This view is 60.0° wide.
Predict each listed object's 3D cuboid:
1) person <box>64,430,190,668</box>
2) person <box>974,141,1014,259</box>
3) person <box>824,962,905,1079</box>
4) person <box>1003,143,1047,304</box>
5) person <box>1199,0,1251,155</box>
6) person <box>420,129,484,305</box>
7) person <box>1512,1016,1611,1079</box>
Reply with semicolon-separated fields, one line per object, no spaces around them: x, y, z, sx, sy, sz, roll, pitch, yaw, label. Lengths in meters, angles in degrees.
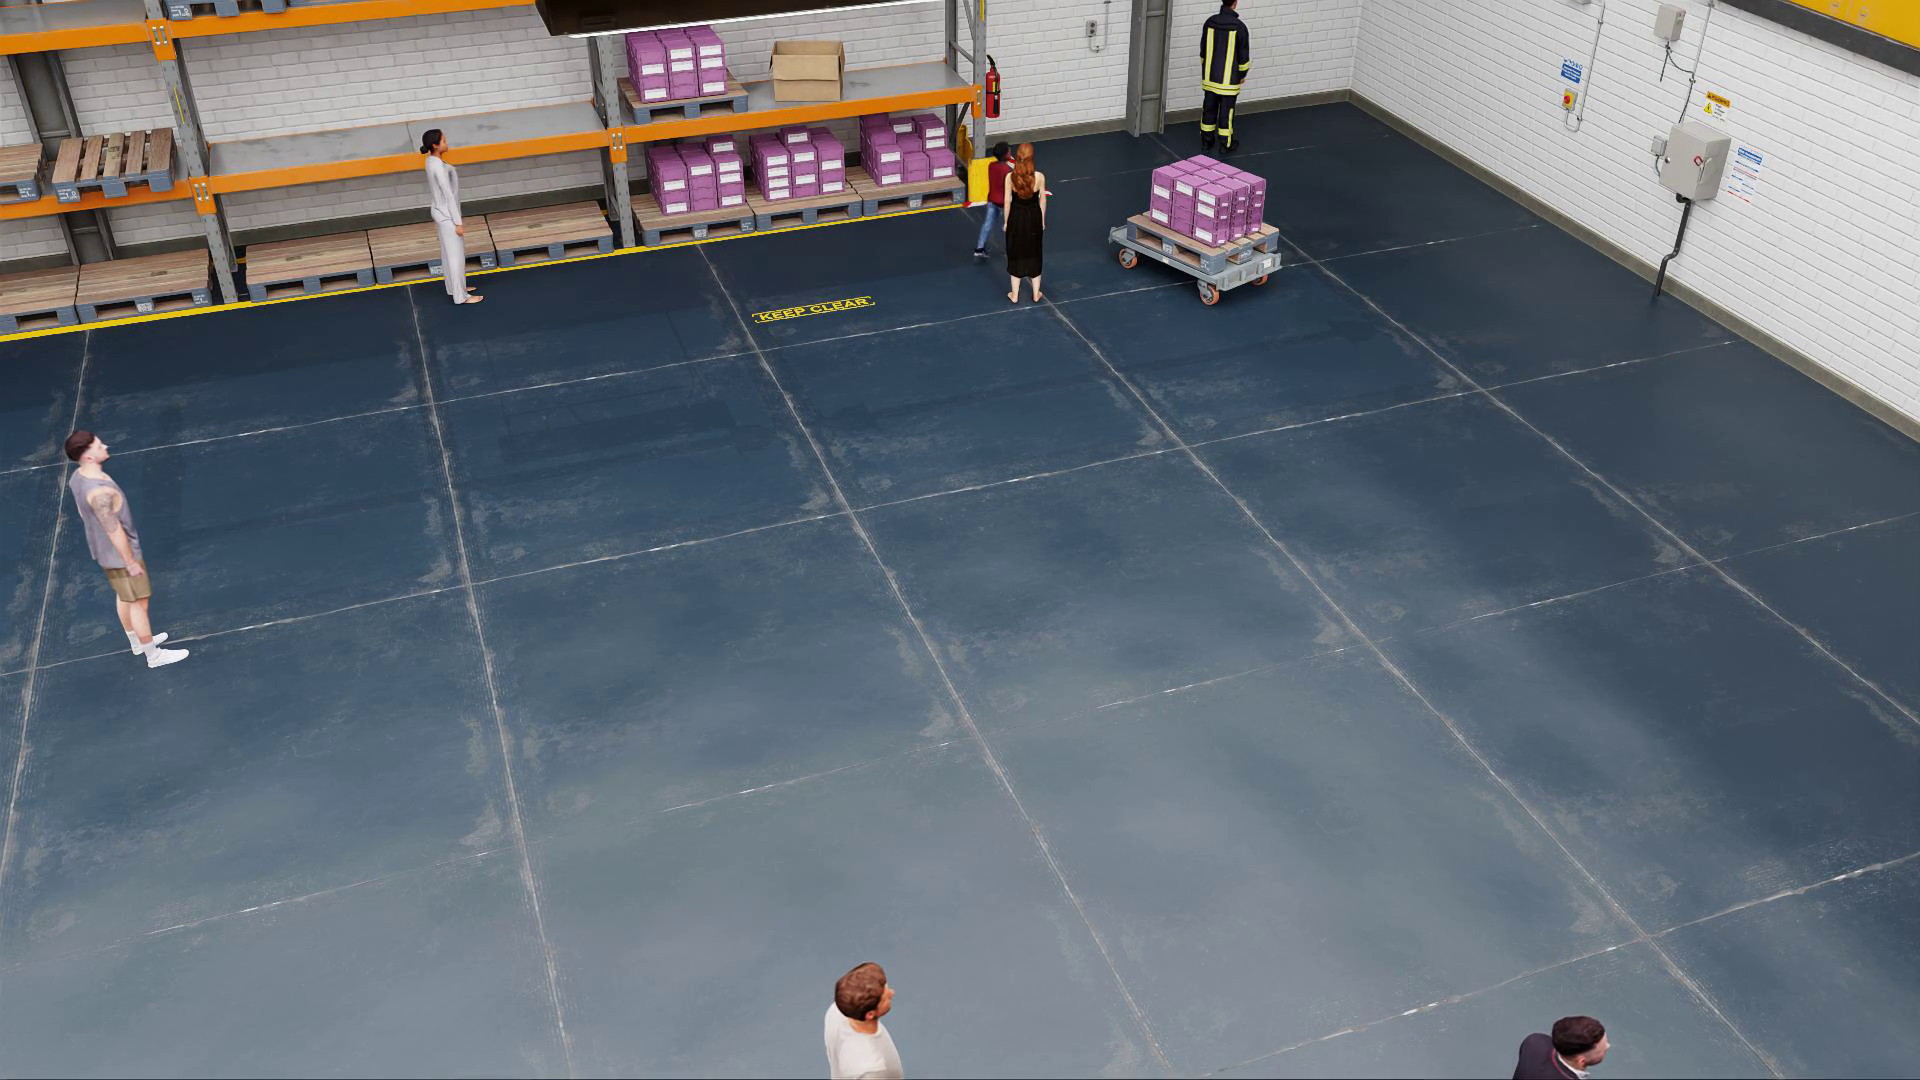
-5.756;0.061;11.365;0.718;1.847;0.726;29;43;36;person
0.363;-3.494;17.199;0.767;1.238;0.933;25;41;32;person
-0.411;2.597;7.433;0.592;1.905;0.675;-14;36;-20;person
0.627;-3.092;16.245;0.596;1.625;0.698;-1;34;-1;person
3.109;-5.562;19.689;0.895;1.927;0.912;21;39;28;person
-5.017;-3.176;16.271;0.588;1.737;0.673;-18;38;-25;person
2.540;2.724;7.297;0.641;1.844;0.709;-3;34;-5;person
